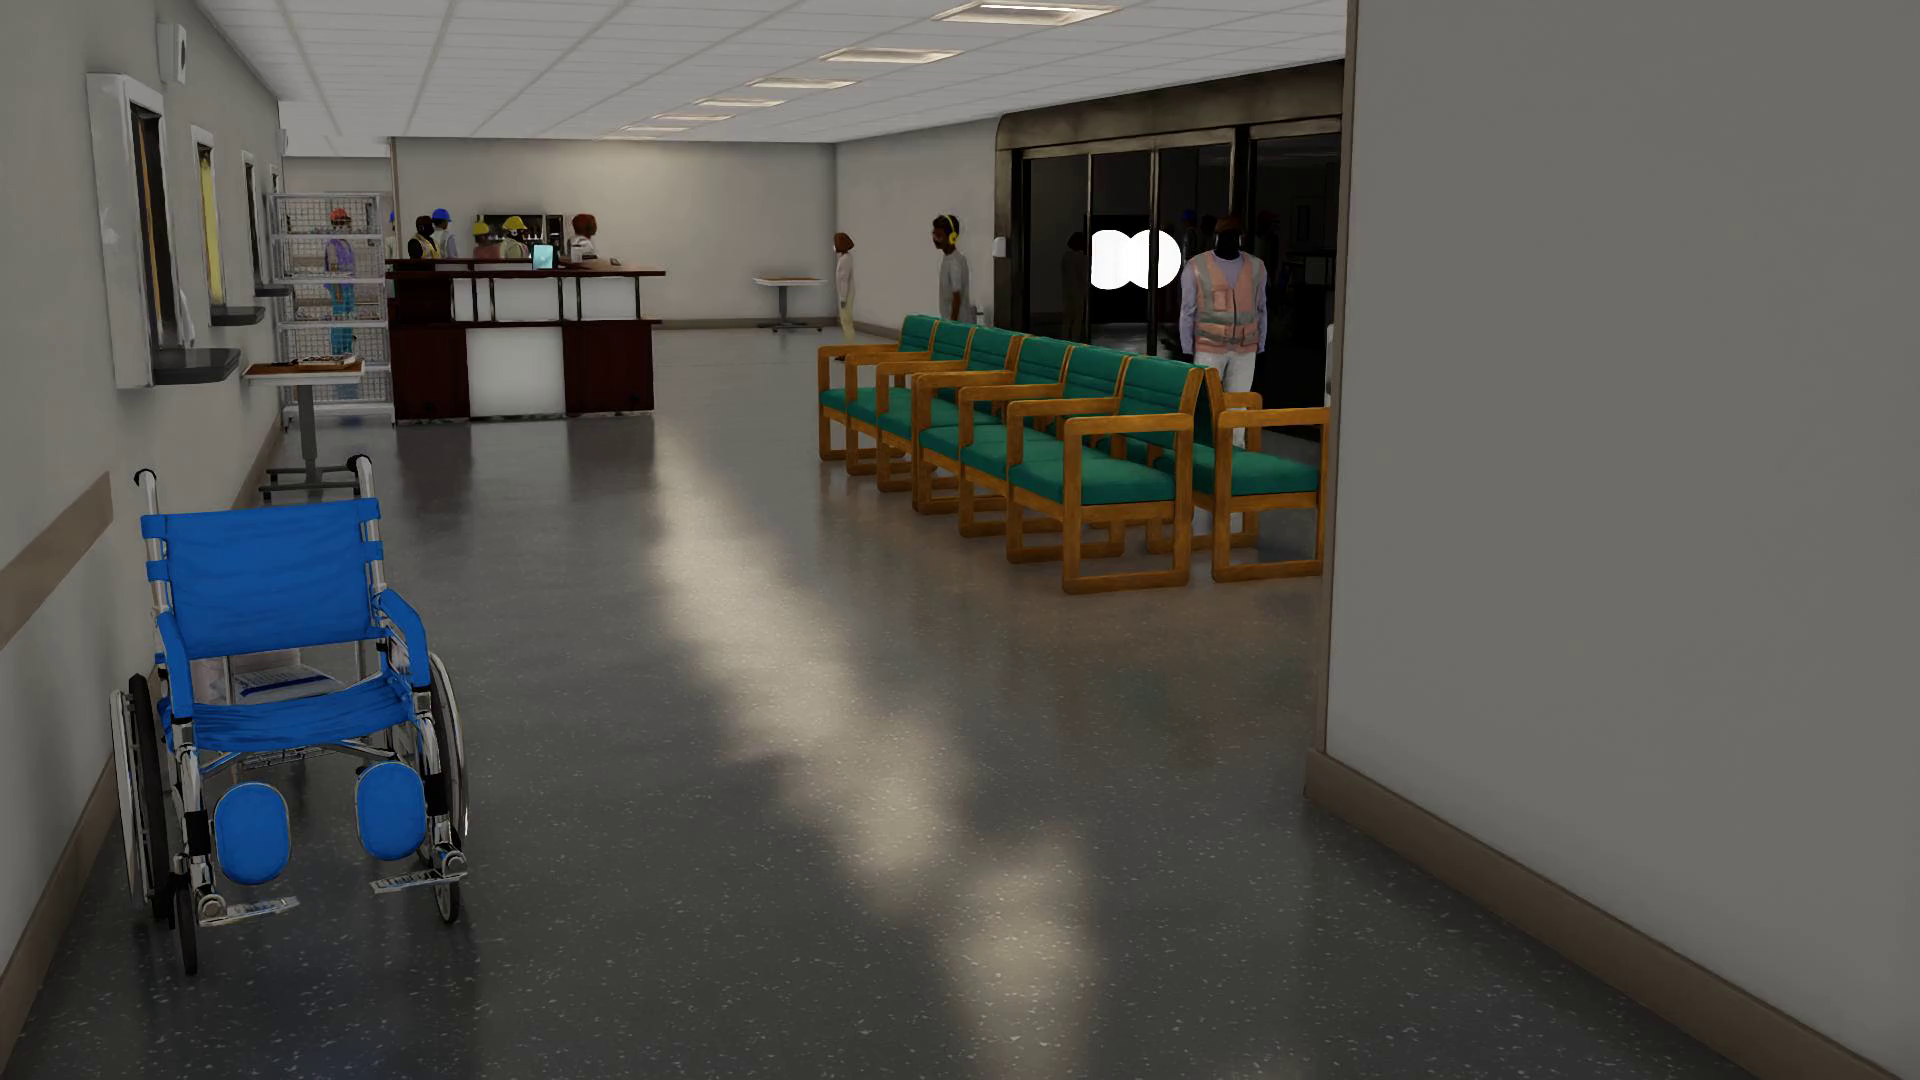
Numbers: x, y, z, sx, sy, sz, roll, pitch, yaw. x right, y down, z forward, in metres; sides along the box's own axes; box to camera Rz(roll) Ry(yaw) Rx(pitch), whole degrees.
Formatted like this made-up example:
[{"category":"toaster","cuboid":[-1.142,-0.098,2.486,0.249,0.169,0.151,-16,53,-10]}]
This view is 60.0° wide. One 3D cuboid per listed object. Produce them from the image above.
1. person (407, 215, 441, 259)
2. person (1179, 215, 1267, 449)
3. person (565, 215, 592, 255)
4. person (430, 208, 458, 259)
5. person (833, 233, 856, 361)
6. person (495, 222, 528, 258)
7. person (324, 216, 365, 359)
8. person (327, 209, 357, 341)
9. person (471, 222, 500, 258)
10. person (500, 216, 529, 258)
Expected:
[{"category":"person","cuboid":[-7.424,-3.597,23.221,0.429,1.844,0.625,1,11,7]},{"category":"person","cuboid":[1.846,-1.333,11.603,0.637,1.840,0.429,-2,11,-8]},{"category":"person","cuboid":[-4.954,-3.320,21.779,0.506,1.845,0.342,9,14,40]},{"category":"person","cuboid":[-7.722,-3.951,24.793,0.630,1.945,0.406,4,12,22]},{"category":"person","cuboid":[-1.471,-3.089,21.174,0.291,1.627,0.508,0,11,0]},{"category":"person","cuboid":[-6.515,-3.747,24.195,0.522,1.763,0.320,-2,11,-11]},{"category":"person","cuboid":[-7.811,-3.159,20.993,0.381,1.836,0.566,1,11,3]},{"category":"person","cuboid":[-9.160,-3.913,24.607,0.375,1.931,0.542,-4,12,-19]},{"category":"person","cuboid":[-6.638,-3.561,23.285,0.519,1.746,0.382,6,12,27]},{"category":"person","cuboid":[-5.872,-3.367,22.055,0.404,1.831,0.600,-6,13,-29]}]
